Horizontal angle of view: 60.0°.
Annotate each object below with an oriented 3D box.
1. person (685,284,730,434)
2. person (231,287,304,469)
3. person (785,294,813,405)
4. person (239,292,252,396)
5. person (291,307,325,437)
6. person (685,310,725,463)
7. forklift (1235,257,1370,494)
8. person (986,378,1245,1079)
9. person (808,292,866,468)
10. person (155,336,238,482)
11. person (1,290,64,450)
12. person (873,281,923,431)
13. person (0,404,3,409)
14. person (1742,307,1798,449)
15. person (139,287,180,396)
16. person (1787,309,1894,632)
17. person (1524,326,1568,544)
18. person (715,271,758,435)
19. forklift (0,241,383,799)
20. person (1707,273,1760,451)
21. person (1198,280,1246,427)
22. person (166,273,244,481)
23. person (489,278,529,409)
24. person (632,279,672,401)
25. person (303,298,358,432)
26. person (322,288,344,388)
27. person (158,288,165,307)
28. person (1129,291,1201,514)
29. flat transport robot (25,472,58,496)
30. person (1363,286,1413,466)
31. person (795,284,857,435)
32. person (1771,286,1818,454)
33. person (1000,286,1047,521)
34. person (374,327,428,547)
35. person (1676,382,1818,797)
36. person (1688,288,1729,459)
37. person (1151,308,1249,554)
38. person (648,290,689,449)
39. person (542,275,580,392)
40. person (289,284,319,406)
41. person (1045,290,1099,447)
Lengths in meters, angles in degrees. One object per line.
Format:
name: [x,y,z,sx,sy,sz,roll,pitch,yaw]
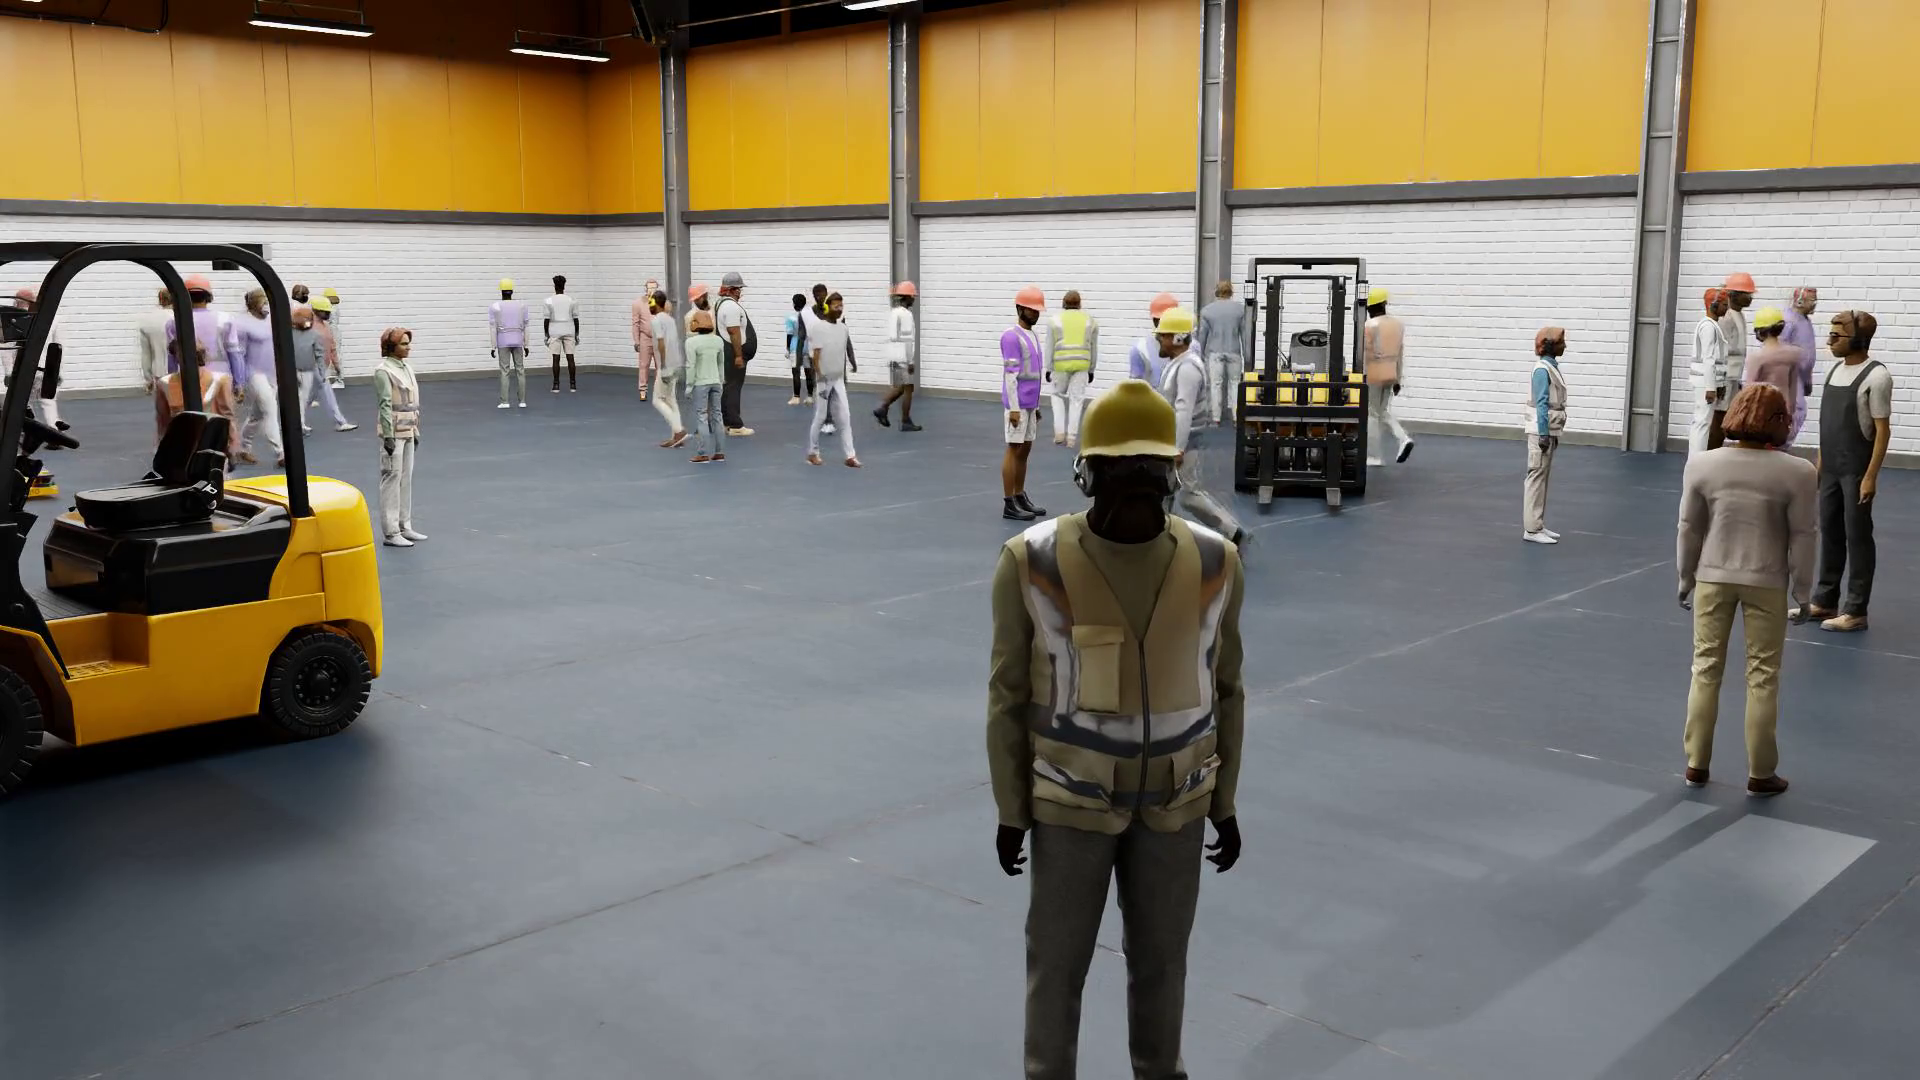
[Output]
person: [-3.084,-2.257,20.855,0.694,1.894,0.325,-2,10,-13]
person: [-7.309,-1.686,17.362,1.017,1.893,0.638,3,10,18]
person: [-2.434,-2.892,25.300,0.533,1.697,0.318,-8,12,-40]
person: [-11.514,-3.204,27.222,0.551,1.683,0.420,2,10,13]
person: [-8.076,-2.047,20.393,0.715,1.598,0.517,9,13,43]
person: [-2.730,-1.637,17.791,0.283,1.633,0.501,9,13,42]
forklift: [3.309,-1.629,16.029,1.214,2.155,2.313,2,9,11]
person: [0.354,0.562,3.692,0.590,1.837,0.404,-2,9,-10]
person: [-1.333,-1.674,17.424,0.540,1.861,0.667,-7,12,-38]
person: [-5.193,-0.586,11.352,0.528,1.629,0.402,-1,9,-3]
person: [-10.670,-1.955,19.149,0.972,1.842,0.672,9,13,44]
person: [-0.760,-2.322,21.141,0.528,1.922,0.545,-4,10,-22]
person: [-14.013,-2.680,23.236,0.988,1.947,0.641,-1,9,-7]
person: [6.667,-1.043,13.771,0.558,1.748,0.382,-4,10,-21]
person: [-8.043,-1.669,17.194,0.620,1.901,0.801,2,10,13]
person: [5.085,-0.394,9.536,0.346,1.842,0.505,-1,9,-8]
person: [4.443,-0.800,12.636,0.307,1.644,0.514,4,10,25]
person: [-2.805,-2.336,20.832,0.536,2.000,0.673,-4,10,-23]
forklift: [-3.706,-0.171,7.093,1.214,2.155,2.313,9,13,43]
person: [7.688,-1.627,16.581,0.460,2.029,0.618,8,12,40]
person: [3.438,-2.420,21.694,0.659,1.930,0.432,1,9,6]
person: [-7.089,-1.482,15.639,0.647,2.024,0.559,-4,10,-21]
person: [-6.684,-2.908,24.682,0.587,1.930,0.361,-5,11,-30]
person: [-4.808,-3.129,26.106,0.642,1.909,0.399,-4,10,-23]
person: [-8.163,-2.231,21.215,0.948,1.707,0.530,1,9,8]
person: [-10.904,-3.499,28.900,0.301,1.745,0.490,-3,10,-20]
person: [-9.414,-2.073,19.828,0.389,1.843,0.563,1,9,5]
person: [1.544,-0.934,12.648,0.546,1.913,0.776,-1,9,-4]
flat transport robot: [-8.855,-0.556,15.330,0.652,0.197,1.431,-8,12,-40]
person: [4.398,-1.691,17.315,0.598,1.899,0.530,-6,11,-33]
person: [-1.657,-2.244,20.848,0.739,1.840,0.935,-3,10,-20]
person: [8.567,-1.652,17.074,0.569,1.894,0.696,9,13,43]
person: [0.545,-1.132,13.796,0.374,1.930,0.542,4,10,24]
person: [-4.214,-0.775,12.491,0.310,1.638,0.522,0,9,3]
person: [3.095,0.193,6.577,0.507,1.631,0.266,7,12,38]
person: [7.319,-1.510,16.256,0.355,1.883,0.576,3,10,20]
person: [1.576,-0.693,11.480,0.789,1.813,0.588,-1,9,-6]
person: [-3.401,-1.965,19.233,0.535,1.825,0.559,3,10,16]
person: [-6.695,-3.460,27.955,0.609,1.966,0.364,-4,10,-21]
person: [-9.954,-2.932,25.124,0.430,1.836,0.623,-6,11,-31]
person: [1.292,-2.005,19.481,0.646,1.817,0.597,-1,9,-7]
